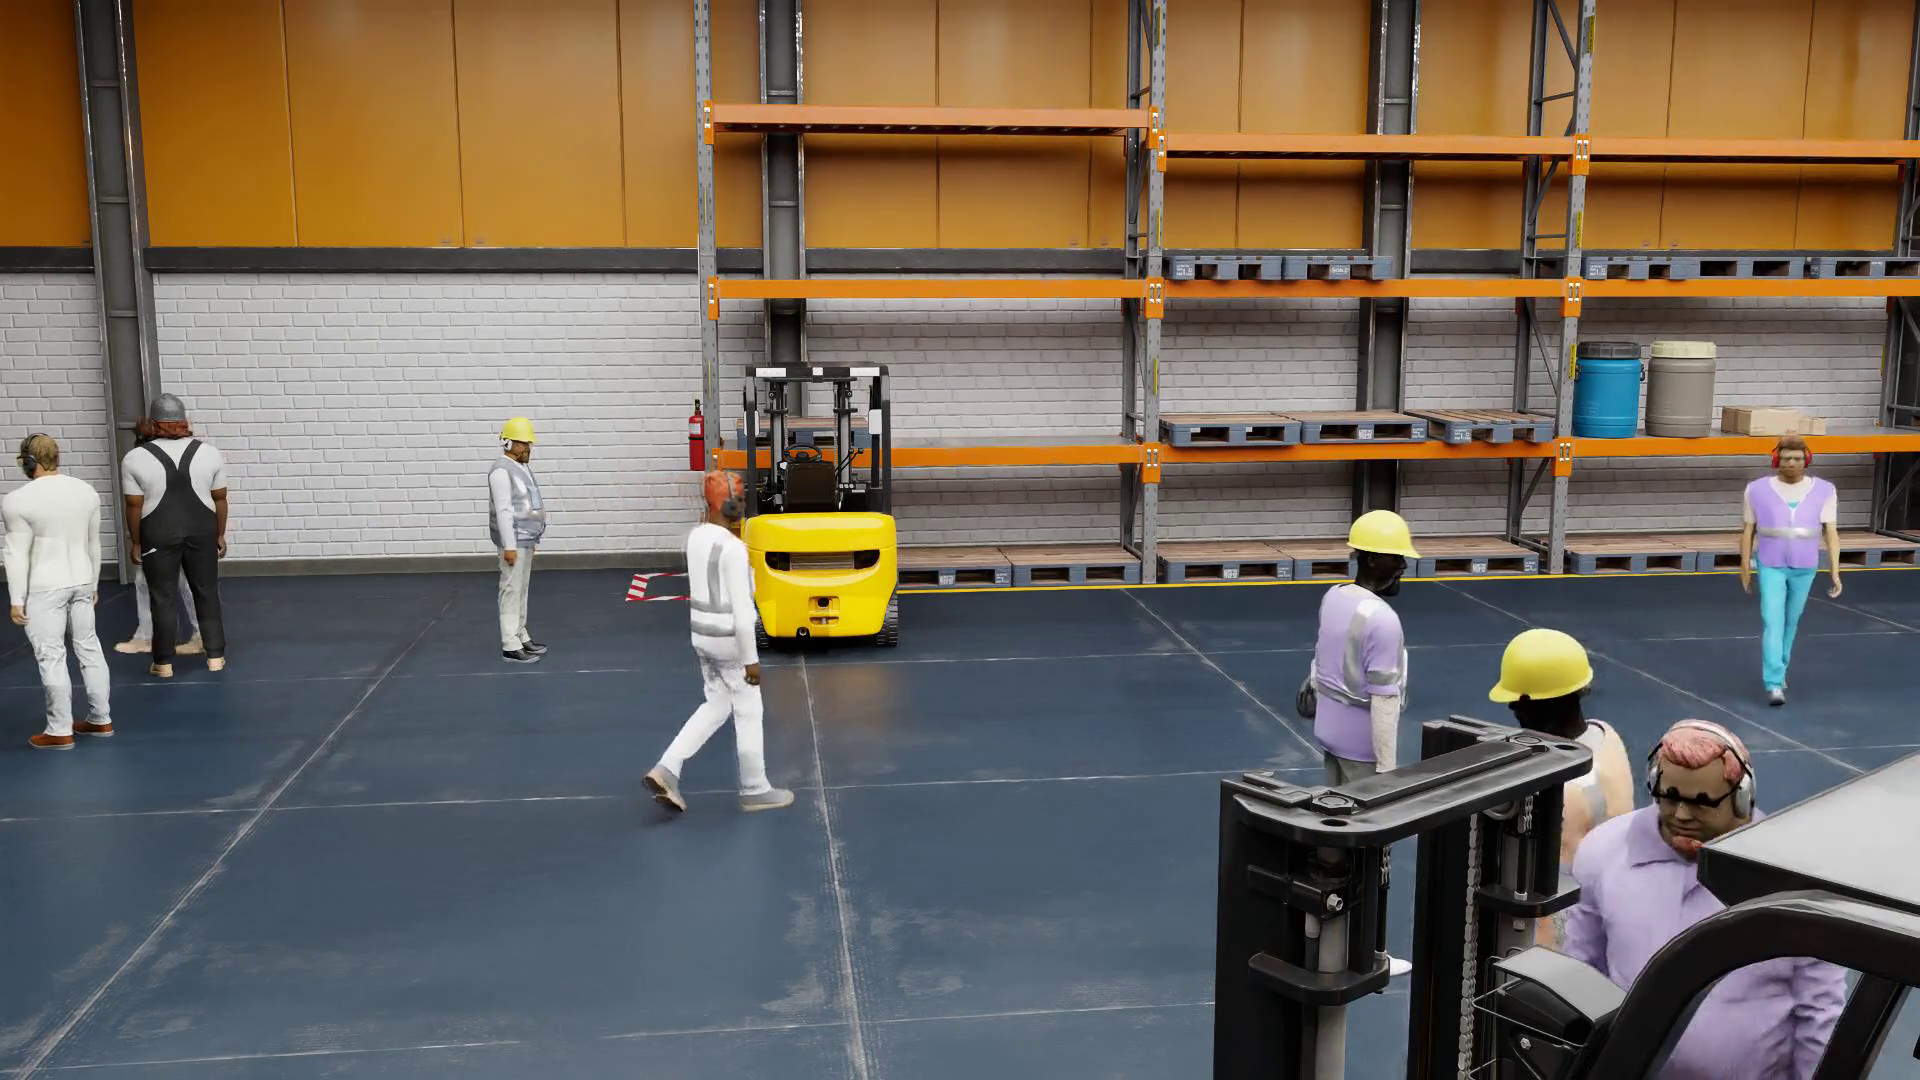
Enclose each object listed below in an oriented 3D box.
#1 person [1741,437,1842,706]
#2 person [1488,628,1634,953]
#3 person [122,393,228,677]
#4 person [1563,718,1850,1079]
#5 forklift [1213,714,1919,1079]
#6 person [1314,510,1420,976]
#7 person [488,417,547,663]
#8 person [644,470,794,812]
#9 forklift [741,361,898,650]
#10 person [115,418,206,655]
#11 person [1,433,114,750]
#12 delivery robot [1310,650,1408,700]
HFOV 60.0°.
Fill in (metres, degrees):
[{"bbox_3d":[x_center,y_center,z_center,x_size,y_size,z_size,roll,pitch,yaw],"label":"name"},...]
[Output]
[{"bbox_3d":[5.603,0.197,11.253,0.593,1.794,0.964,2,9,15],"label":"person"},{"bbox_3d":[1.896,1.179,4.916,0.901,1.873,0.662,6,11,34],"label":"person"},{"bbox_3d":[-5.652,-0.044,11.996,0.686,2.000,0.538,-6,11,-34],"label":"person"},{"bbox_3d":[1.713,1.320,4.067,0.797,1.869,0.519,7,11,36],"label":"person"},{"bbox_3d":[1.441,1.425,2.350,1.214,2.155,2.313,-7,12,-39],"label":"forklift"},{"bbox_3d":[1.670,0.829,6.910,0.384,1.924,0.589,-2,9,-12],"label":"person"},{"bbox_3d":[-3.299,-0.007,12.439,0.404,1.825,0.586,0,9,0],"label":"person"},{"bbox_3d":[-1.282,0.559,8.808,0.772,1.859,0.591,-6,11,-33],"label":"person"},{"bbox_3d":[-1.154,-0.340,13.365,1.214,2.155,2.313,-1,9,-7],"label":"forklift"},{"bbox_3d":[-6.055,-0.007,12.497,0.794,1.810,0.639,-7,12,-38],"label":"person"},{"bbox_3d":[-5.518,0.308,10.164,0.378,1.930,0.626,4,10,21],"label":"person"},{"bbox_3d":[2.593,0.844,10.787,0.707,0.478,0.477,-9,12,-43],"label":"delivery robot"}]
